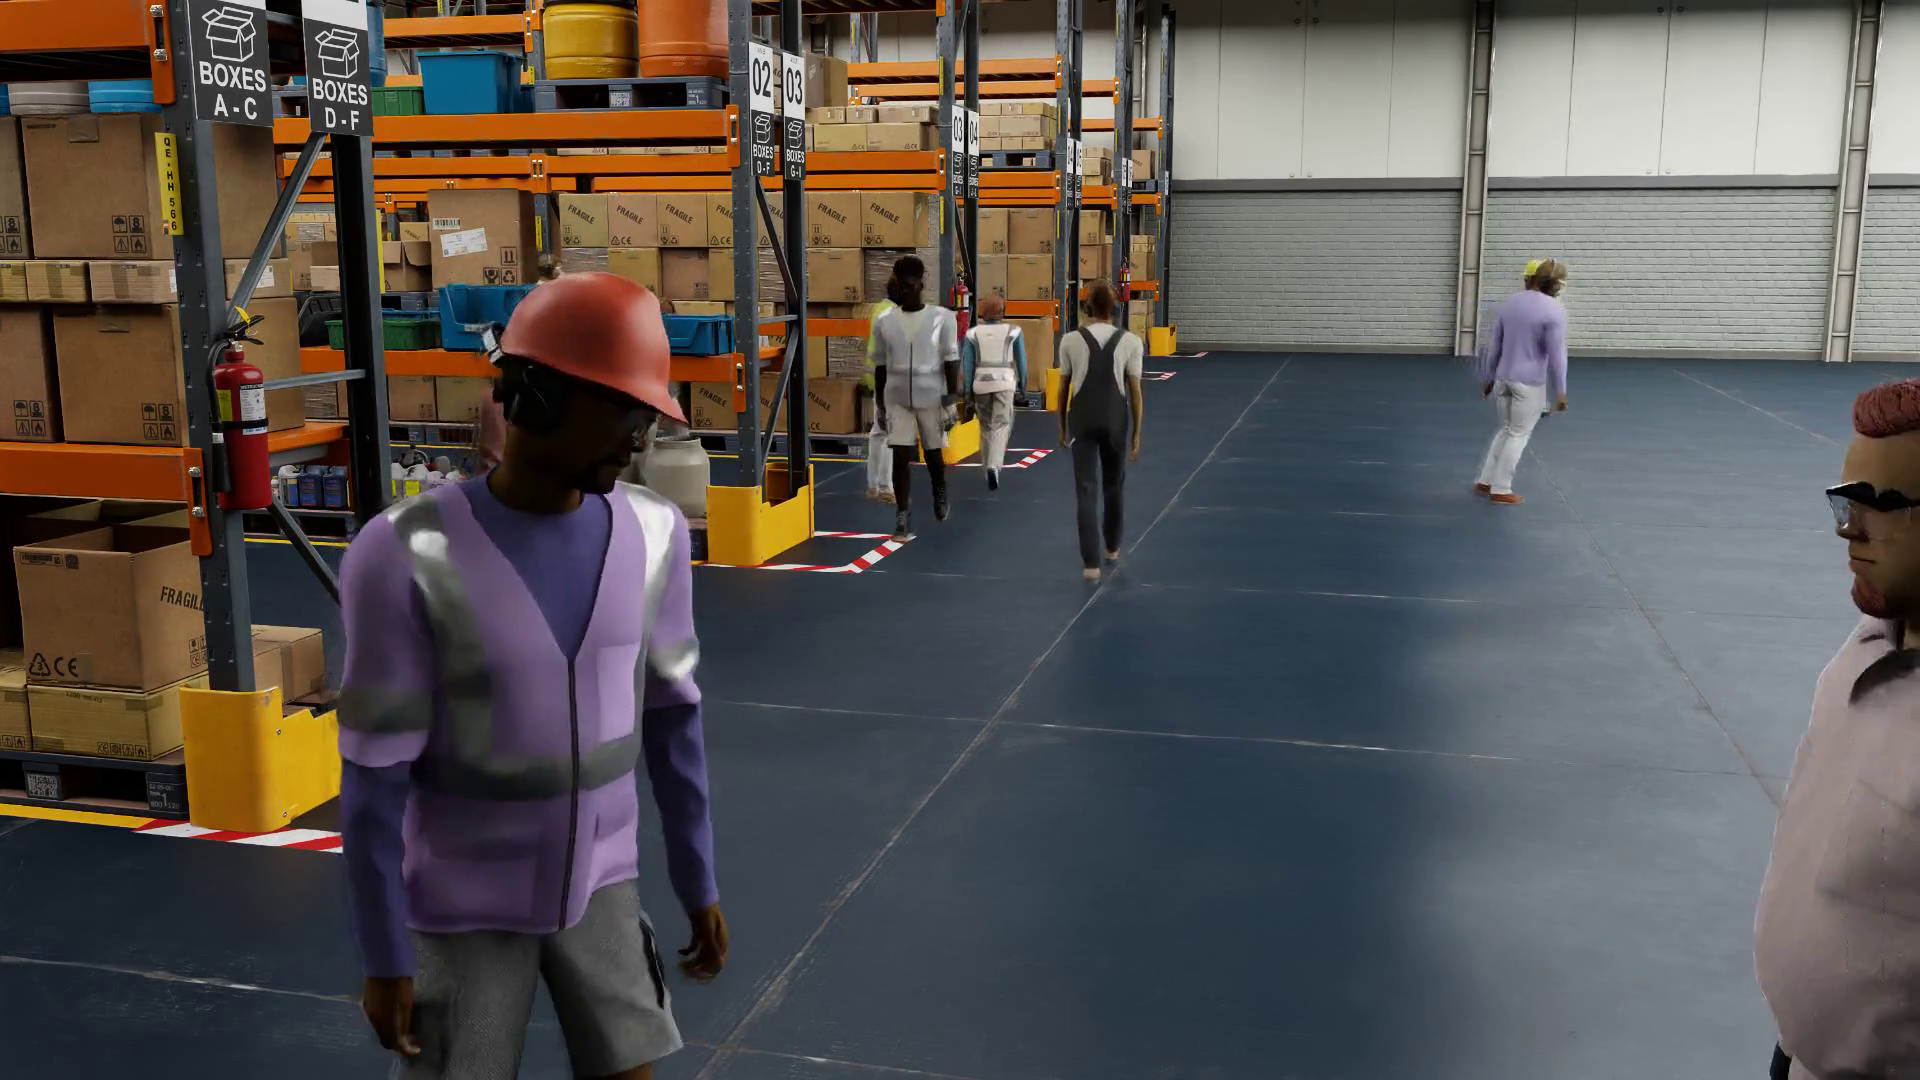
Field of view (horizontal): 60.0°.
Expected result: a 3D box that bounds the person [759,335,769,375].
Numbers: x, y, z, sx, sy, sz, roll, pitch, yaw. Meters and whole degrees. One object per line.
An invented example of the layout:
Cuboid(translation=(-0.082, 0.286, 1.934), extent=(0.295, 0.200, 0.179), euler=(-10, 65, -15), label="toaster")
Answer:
Cuboid(translation=(-2.365, -2.511, 19.680), extent=(0.405, 2.035, 0.606), euler=(3, 11, 14), label="person")

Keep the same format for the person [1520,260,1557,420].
Cuboid(translation=(6.468, -2.247, 18.823), extent=(0.544, 1.810, 0.619), euler=(0, 10, 1), label="person")

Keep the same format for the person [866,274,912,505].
Cuboid(translation=(-0.525, -1.183, 12.974), extent=(0.438, 1.804, 0.777), euler=(-3, 11, -14), label="person")

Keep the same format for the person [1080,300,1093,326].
Cuboid(translation=(2.196, -3.805, 27.354), extent=(0.536, 1.845, 0.459), euler=(10, 14, 43), label="person")

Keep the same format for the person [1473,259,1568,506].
Cuboid(translation=(4.321, -1.187, 12.717), extent=(0.506, 1.894, 0.663), euler=(-4, 11, -23), label="person")

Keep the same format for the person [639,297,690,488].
Cuboid(translation=(-2.205, -1.028, 12.640), extent=(0.750, 1.603, 0.523), euler=(5, 12, 28), label="person")

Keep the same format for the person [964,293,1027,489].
Cuboid(translation=(0.273, -1.241, 13.805), extent=(0.517, 1.609, 0.751), euler=(3, 11, 15), label="person")

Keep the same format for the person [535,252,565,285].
Cuboid(translation=(-3.814, -1.682, 15.378), extent=(0.375, 1.931, 0.632), euler=(-3, 11, -16), label="person")

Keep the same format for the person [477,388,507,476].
Cuboid(translation=(-1.836, -0.125, 7.239), extent=(0.405, 1.746, 0.521), euler=(5, 11, 26), label="person")

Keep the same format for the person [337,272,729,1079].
Cuboid(translation=(-0.678, 0.574, 2.712), extent=(0.621, 2.003, 0.453), euler=(-9, 14, -42), label="person")

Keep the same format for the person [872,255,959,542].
Cuboid(translation=(-0.292, -0.980, 11.442), extent=(0.619, 1.941, 0.710), euler=(2, 10, 9), label="person")

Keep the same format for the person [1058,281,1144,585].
Cuboid(translation=(0.853, -0.676, 10.161), extent=(0.512, 1.788, 0.960), euler=(0, 10, 2), label="person")

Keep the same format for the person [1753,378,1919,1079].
Cuboid(translation=(1.293, 0.728, 2.137), extent=(0.552, 1.885, 0.641), euler=(2, 10, 10), label="person")
